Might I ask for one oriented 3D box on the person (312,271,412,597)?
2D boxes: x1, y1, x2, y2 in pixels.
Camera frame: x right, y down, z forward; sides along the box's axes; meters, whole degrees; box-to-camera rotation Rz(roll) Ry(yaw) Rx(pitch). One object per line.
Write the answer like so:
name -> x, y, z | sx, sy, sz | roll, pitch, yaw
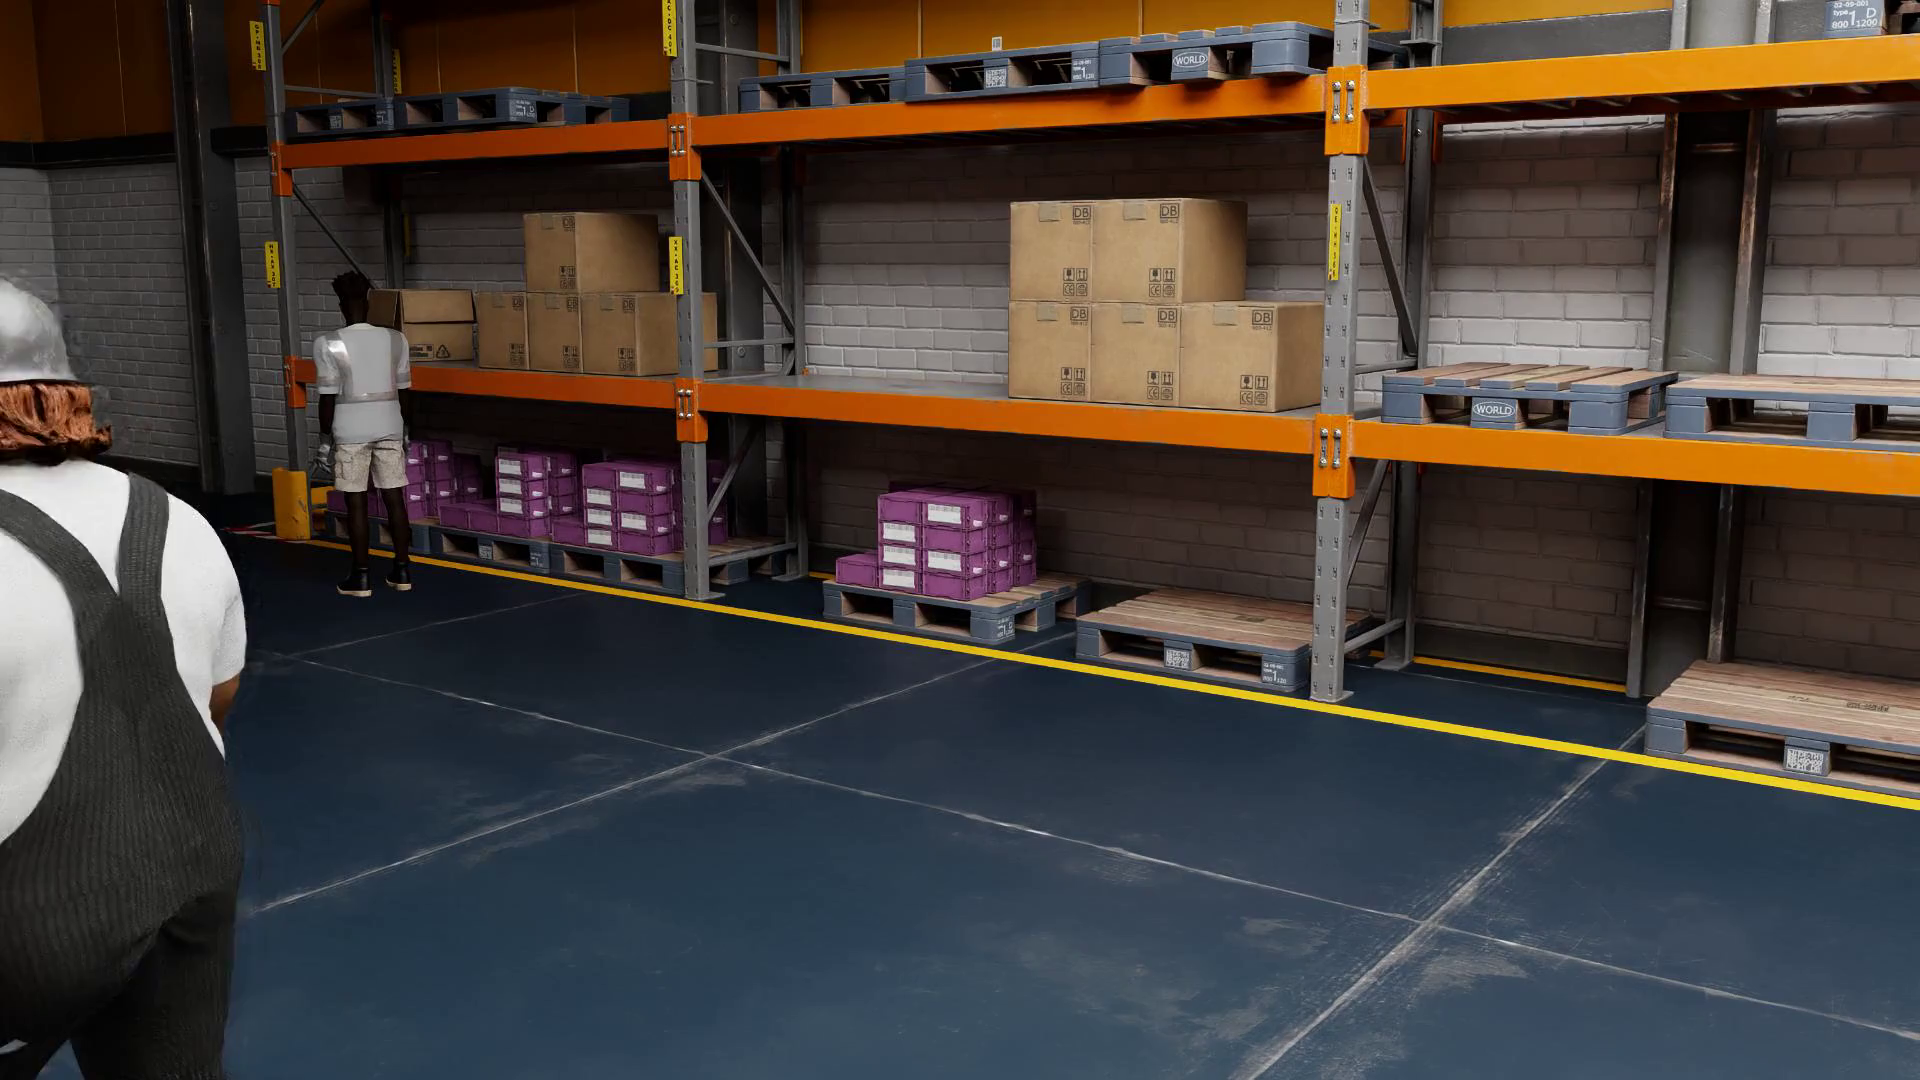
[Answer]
person -> -3.603, -0.638, 10.074 | 0.601, 1.960, 0.373 | -9, 13, -43
